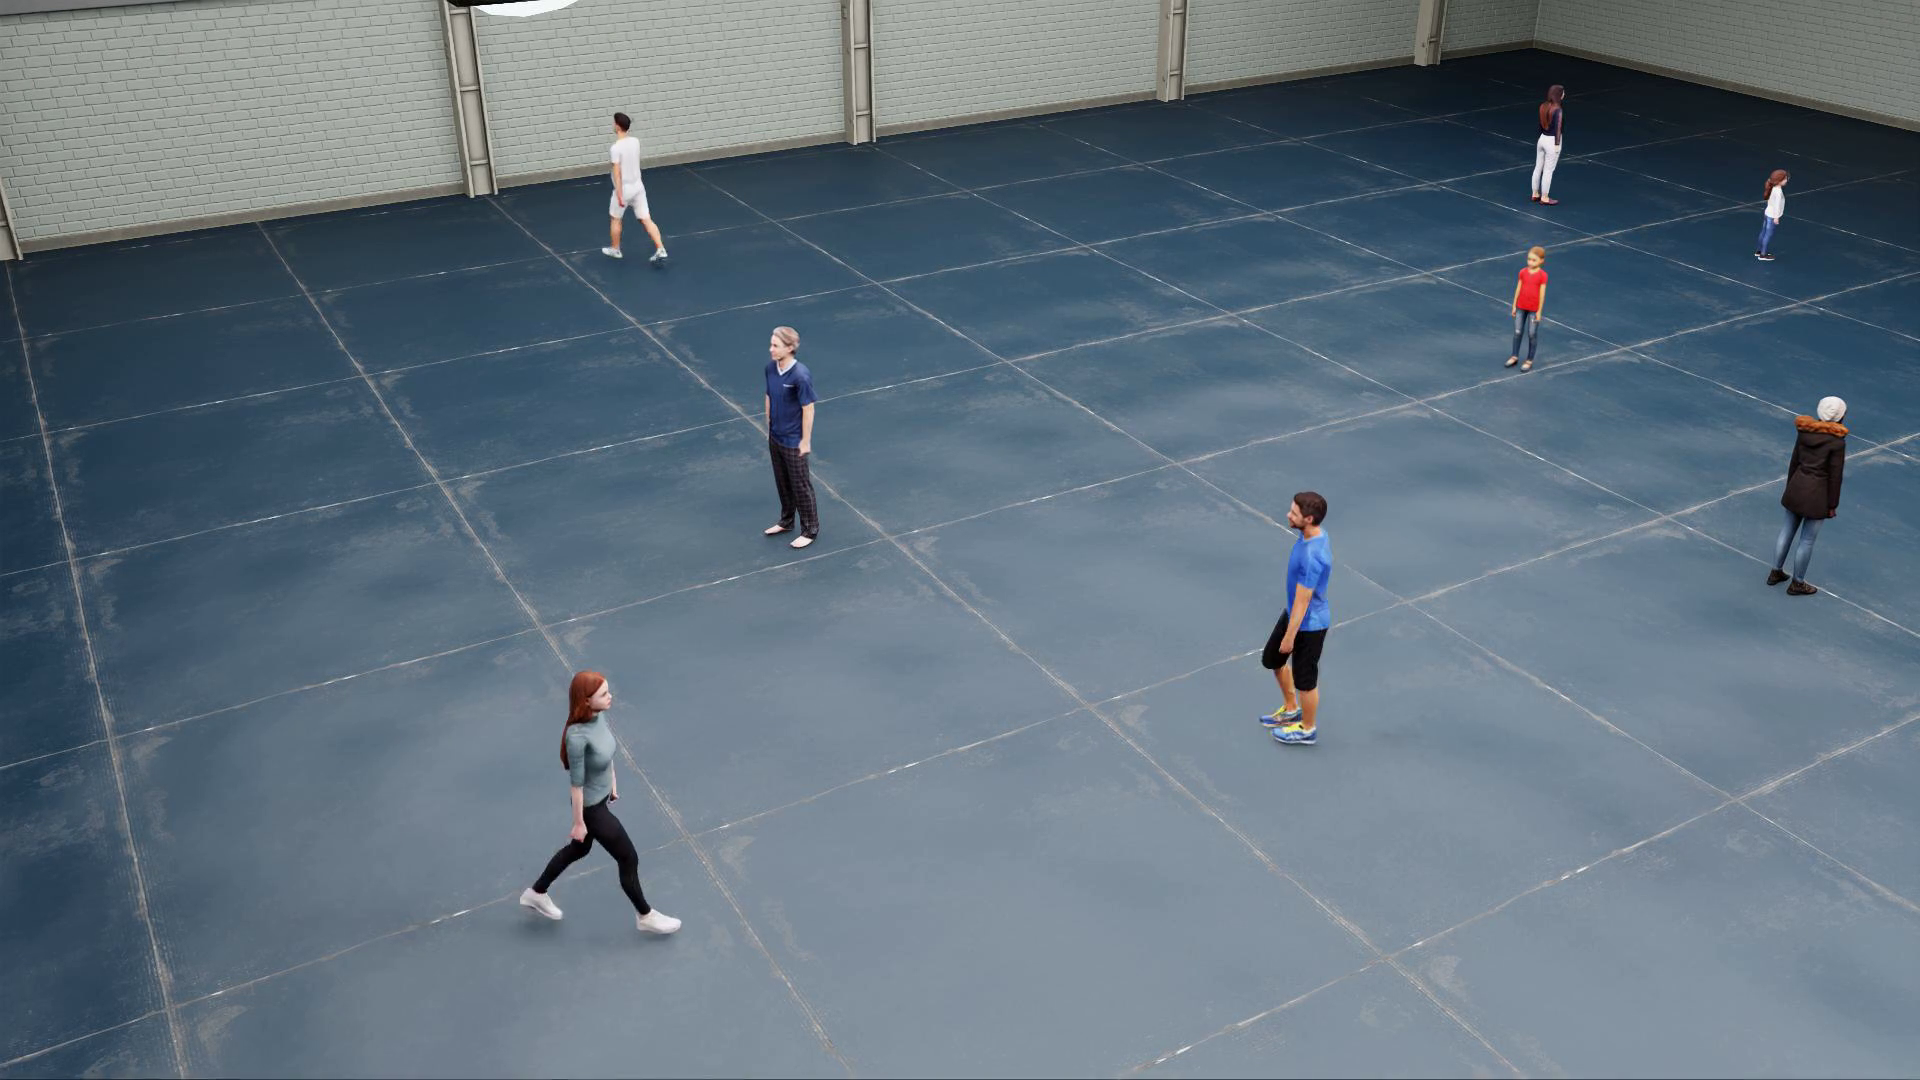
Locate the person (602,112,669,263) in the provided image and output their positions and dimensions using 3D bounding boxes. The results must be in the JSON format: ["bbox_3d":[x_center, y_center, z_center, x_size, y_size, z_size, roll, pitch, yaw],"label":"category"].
[{"bbox_3d":[-3.939,-4.232,20.194,1.109,1.815,1.275,17,32,30],"label":"person"}]

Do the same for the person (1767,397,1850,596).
[{"bbox_3d":[6.573,-0.353,12.859,0.627,1.634,0.643,-12,29,-21],"label":"person"}]

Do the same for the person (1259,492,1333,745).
[{"bbox_3d":[2.348,0.536,10.892,0.810,1.855,0.767,3,27,5],"label":"person"}]

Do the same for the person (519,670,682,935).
[{"bbox_3d":[-2.114,1.484,9.219,1.228,1.702,1.021,1,27,2],"label":"person"}]

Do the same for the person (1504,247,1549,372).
[{"bbox_3d":[5.894,-2.403,17.198,0.519,1.307,0.547,22,34,36],"label":"person"}]

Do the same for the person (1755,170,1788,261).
[{"bbox_3d":[10.061,-4.046,20.603,0.588,1.110,0.534,3,27,7],"label":"person"}]

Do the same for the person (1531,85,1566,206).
[{"bbox_3d":[8.049,-5.396,22.682,0.600,1.608,0.638,-9,29,-17],"label":"person"}]

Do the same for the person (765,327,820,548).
[{"bbox_3d":[-1.390,-0.852,13.570,0.717,1.871,0.638,24,36,38],"label":"person"}]
